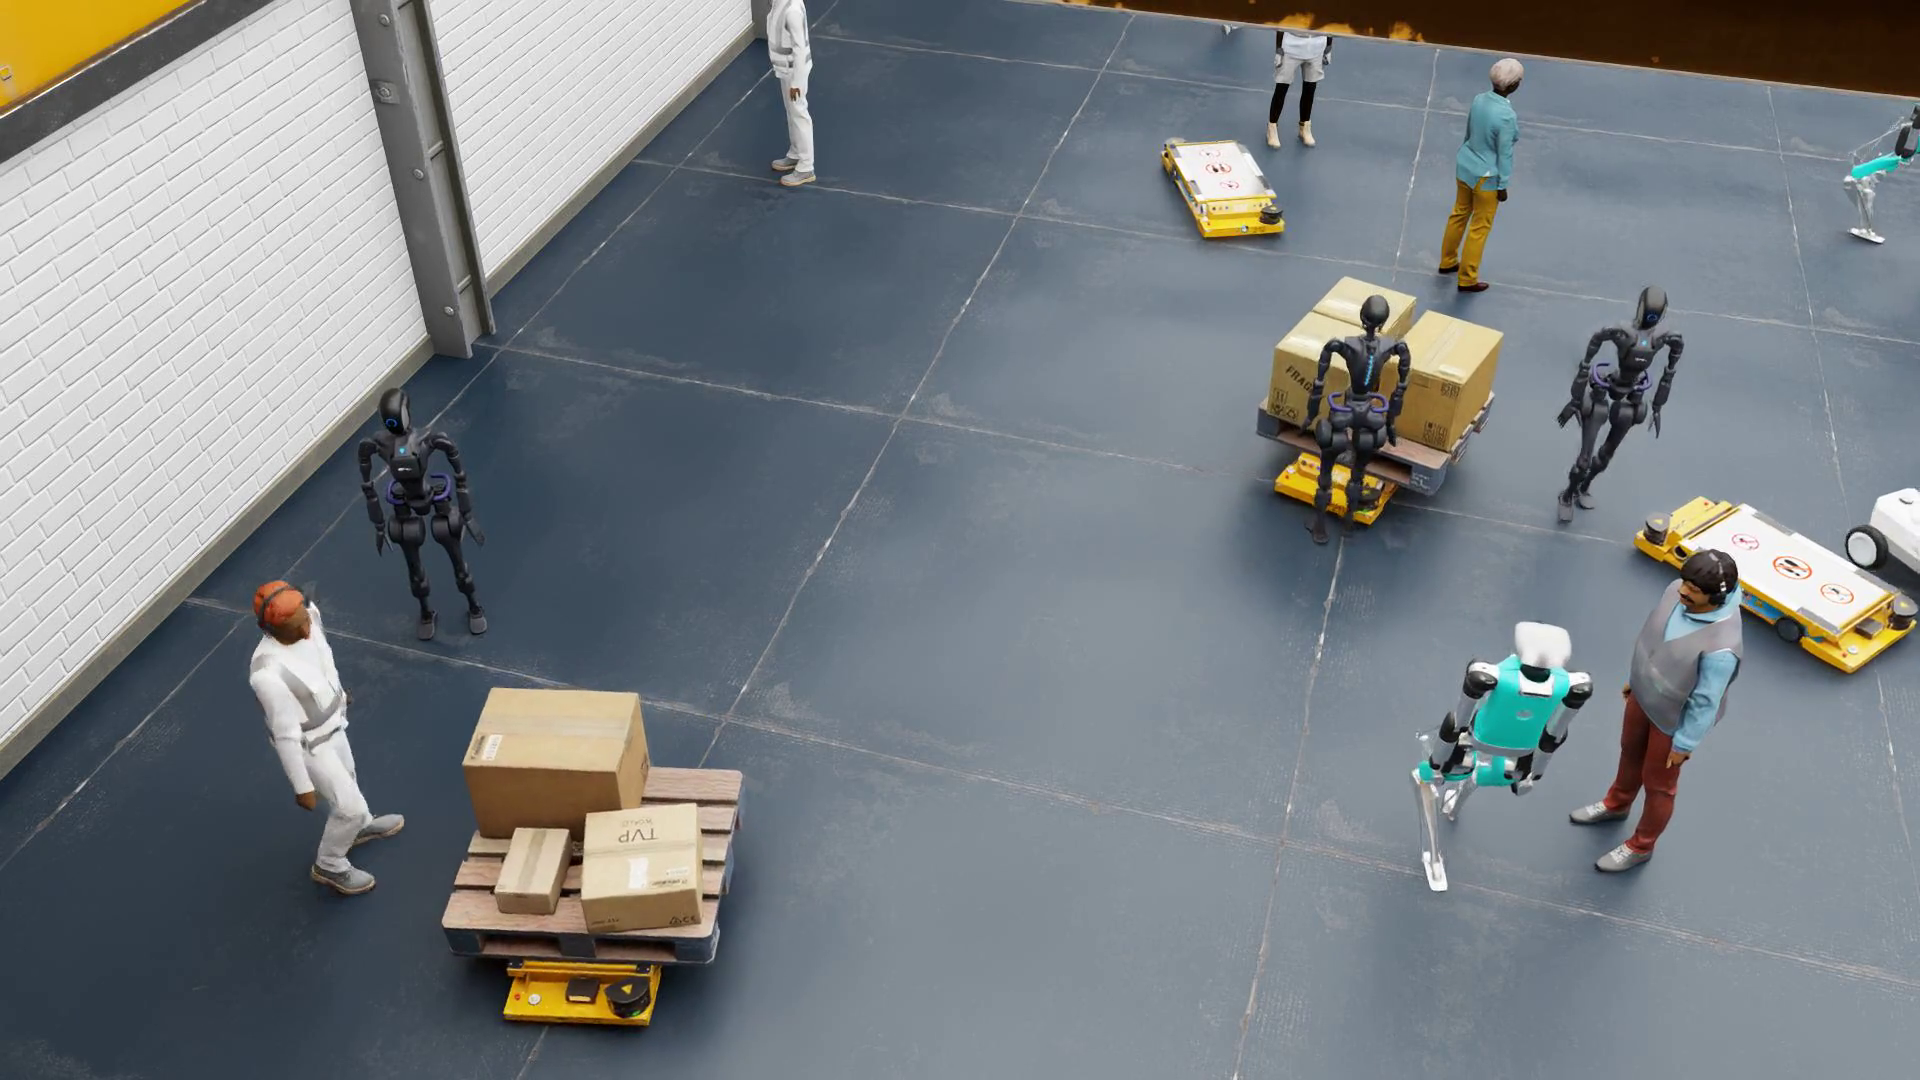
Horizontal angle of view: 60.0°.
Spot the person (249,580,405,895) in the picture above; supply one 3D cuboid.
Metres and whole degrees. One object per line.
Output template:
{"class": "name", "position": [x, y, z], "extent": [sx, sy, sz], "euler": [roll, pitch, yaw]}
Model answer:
{"class": "person", "position": [-2.940, 0.902, 7.607], "extent": [0.376, 1.873, 0.714], "euler": [-2, 39, -3]}

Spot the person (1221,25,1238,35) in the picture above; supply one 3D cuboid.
{"class": "person", "position": [2.706, -5.696, 15.932], "extent": [0.586, 1.709, 0.505], "euler": [-32, 48, -33]}

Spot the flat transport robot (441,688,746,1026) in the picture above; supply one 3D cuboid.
{"class": "flat transport robot", "position": [-1.677, 1.658, 7.942], "extent": [0.659, 0.231, 1.431], "euler": [2, 39, 2]}

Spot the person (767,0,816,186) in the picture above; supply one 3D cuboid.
{"class": "person", "position": [-1.377, -3.795, 13.438], "extent": [0.361, 1.882, 0.573], "euler": [-9, 40, -11]}

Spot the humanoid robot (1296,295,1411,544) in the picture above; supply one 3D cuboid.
{"class": "humanoid robot", "position": [2.291, -0.710, 9.764], "extent": [0.588, 1.653, 0.348], "euler": [0, 39, 0]}

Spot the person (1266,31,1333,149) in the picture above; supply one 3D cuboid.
{"class": "person", "position": [2.879, -4.115, 13.989], "extent": [0.532, 1.691, 0.322], "euler": [-5, 39, -6]}

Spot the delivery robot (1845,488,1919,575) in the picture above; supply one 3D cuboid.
{"class": "delivery robot", "position": [5.673, 0.034, 9.746], "extent": [0.499, 0.609, 0.807], "euler": [-14, 41, -17]}

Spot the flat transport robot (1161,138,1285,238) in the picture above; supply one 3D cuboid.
{"class": "flat transport robot", "position": [2.136, -2.907, 13.620], "extent": [0.659, 0.231, 1.431], "euler": [-5, 39, -7]}

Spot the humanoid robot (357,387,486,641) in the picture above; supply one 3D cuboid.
{"class": "humanoid robot", "position": [-2.912, -0.130, 9.040], "extent": [0.584, 1.650, 0.340], "euler": [-7, 39, -8]}

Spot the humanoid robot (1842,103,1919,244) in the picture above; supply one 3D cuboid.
{"class": "humanoid robot", "position": [7.109, -3.066, 12.690], "extent": [0.672, 1.849, 0.539], "euler": [27, 46, 30]}

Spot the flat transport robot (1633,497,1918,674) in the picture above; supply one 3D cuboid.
{"class": "flat transport robot", "position": [4.766, 0.207, 9.747], "extent": [0.659, 0.231, 1.431], "euler": [-24, 45, -27]}

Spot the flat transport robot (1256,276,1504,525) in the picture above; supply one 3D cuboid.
{"class": "flat transport robot", "position": [2.649, -0.632, 10.791], "extent": [0.659, 0.231, 1.431], "euler": [23, 44, 26]}

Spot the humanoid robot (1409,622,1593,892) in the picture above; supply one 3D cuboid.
{"class": "humanoid robot", "position": [2.424, 0.929, 7.748], "extent": [0.562, 1.859, 0.878], "euler": [3, 39, 4]}

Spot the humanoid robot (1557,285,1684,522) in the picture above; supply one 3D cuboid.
{"class": "humanoid robot", "position": [3.913, -0.837, 9.933], "extent": [0.598, 1.637, 0.495], "euler": [4, 39, 5]}

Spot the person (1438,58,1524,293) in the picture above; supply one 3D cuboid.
{"class": "person", "position": [3.813, -2.651, 12.124], "extent": [0.344, 1.750, 0.528], "euler": [-13, 40, -15]}

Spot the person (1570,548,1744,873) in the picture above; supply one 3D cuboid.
{"class": "person", "position": [3.308, 0.783, 7.753], "extent": [0.418, 1.873, 0.535], "euler": [-6, 39, -7]}
